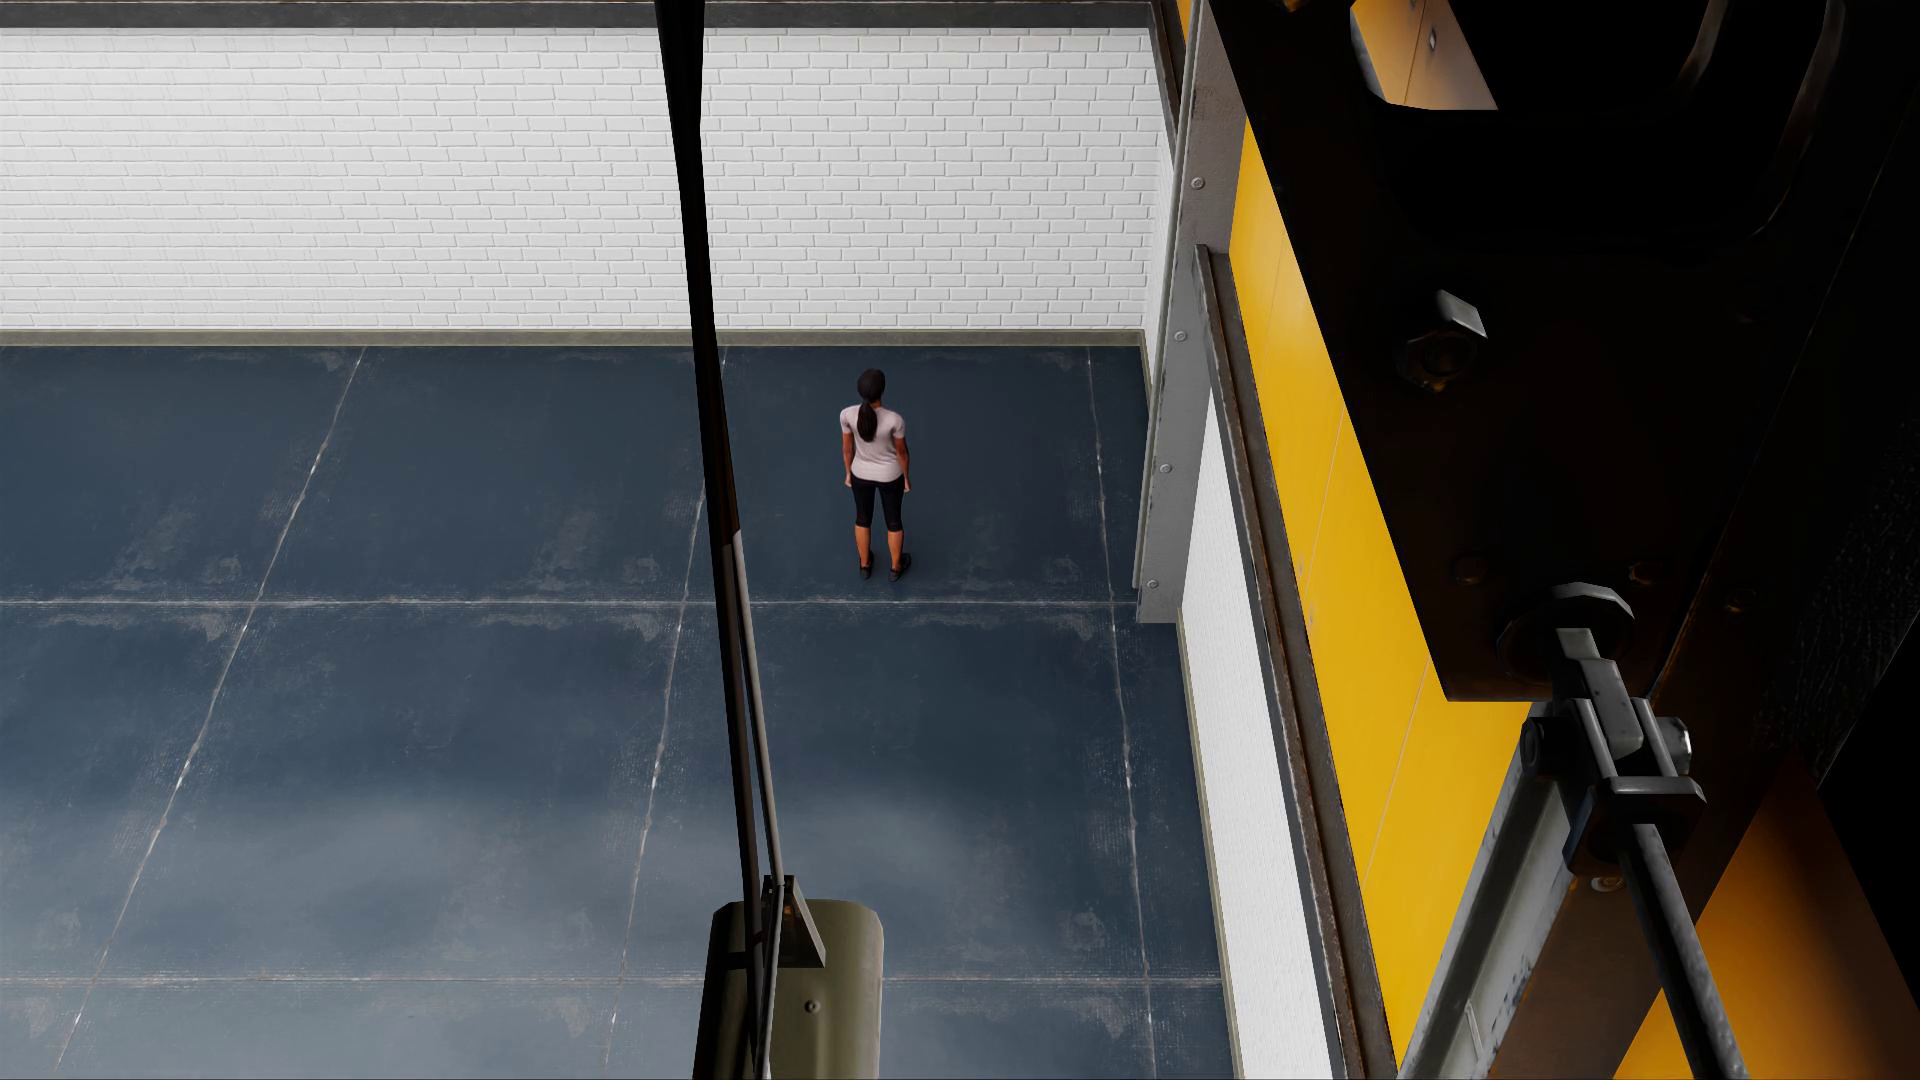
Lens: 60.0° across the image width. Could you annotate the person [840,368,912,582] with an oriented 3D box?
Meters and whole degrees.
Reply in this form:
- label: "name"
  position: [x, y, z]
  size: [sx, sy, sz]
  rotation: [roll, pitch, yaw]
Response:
- label: "person"
  position: [-0.571, -0.434, 11.303]
  size: [0.642, 1.746, 0.579]
  rotation: [7, 44, 7]
